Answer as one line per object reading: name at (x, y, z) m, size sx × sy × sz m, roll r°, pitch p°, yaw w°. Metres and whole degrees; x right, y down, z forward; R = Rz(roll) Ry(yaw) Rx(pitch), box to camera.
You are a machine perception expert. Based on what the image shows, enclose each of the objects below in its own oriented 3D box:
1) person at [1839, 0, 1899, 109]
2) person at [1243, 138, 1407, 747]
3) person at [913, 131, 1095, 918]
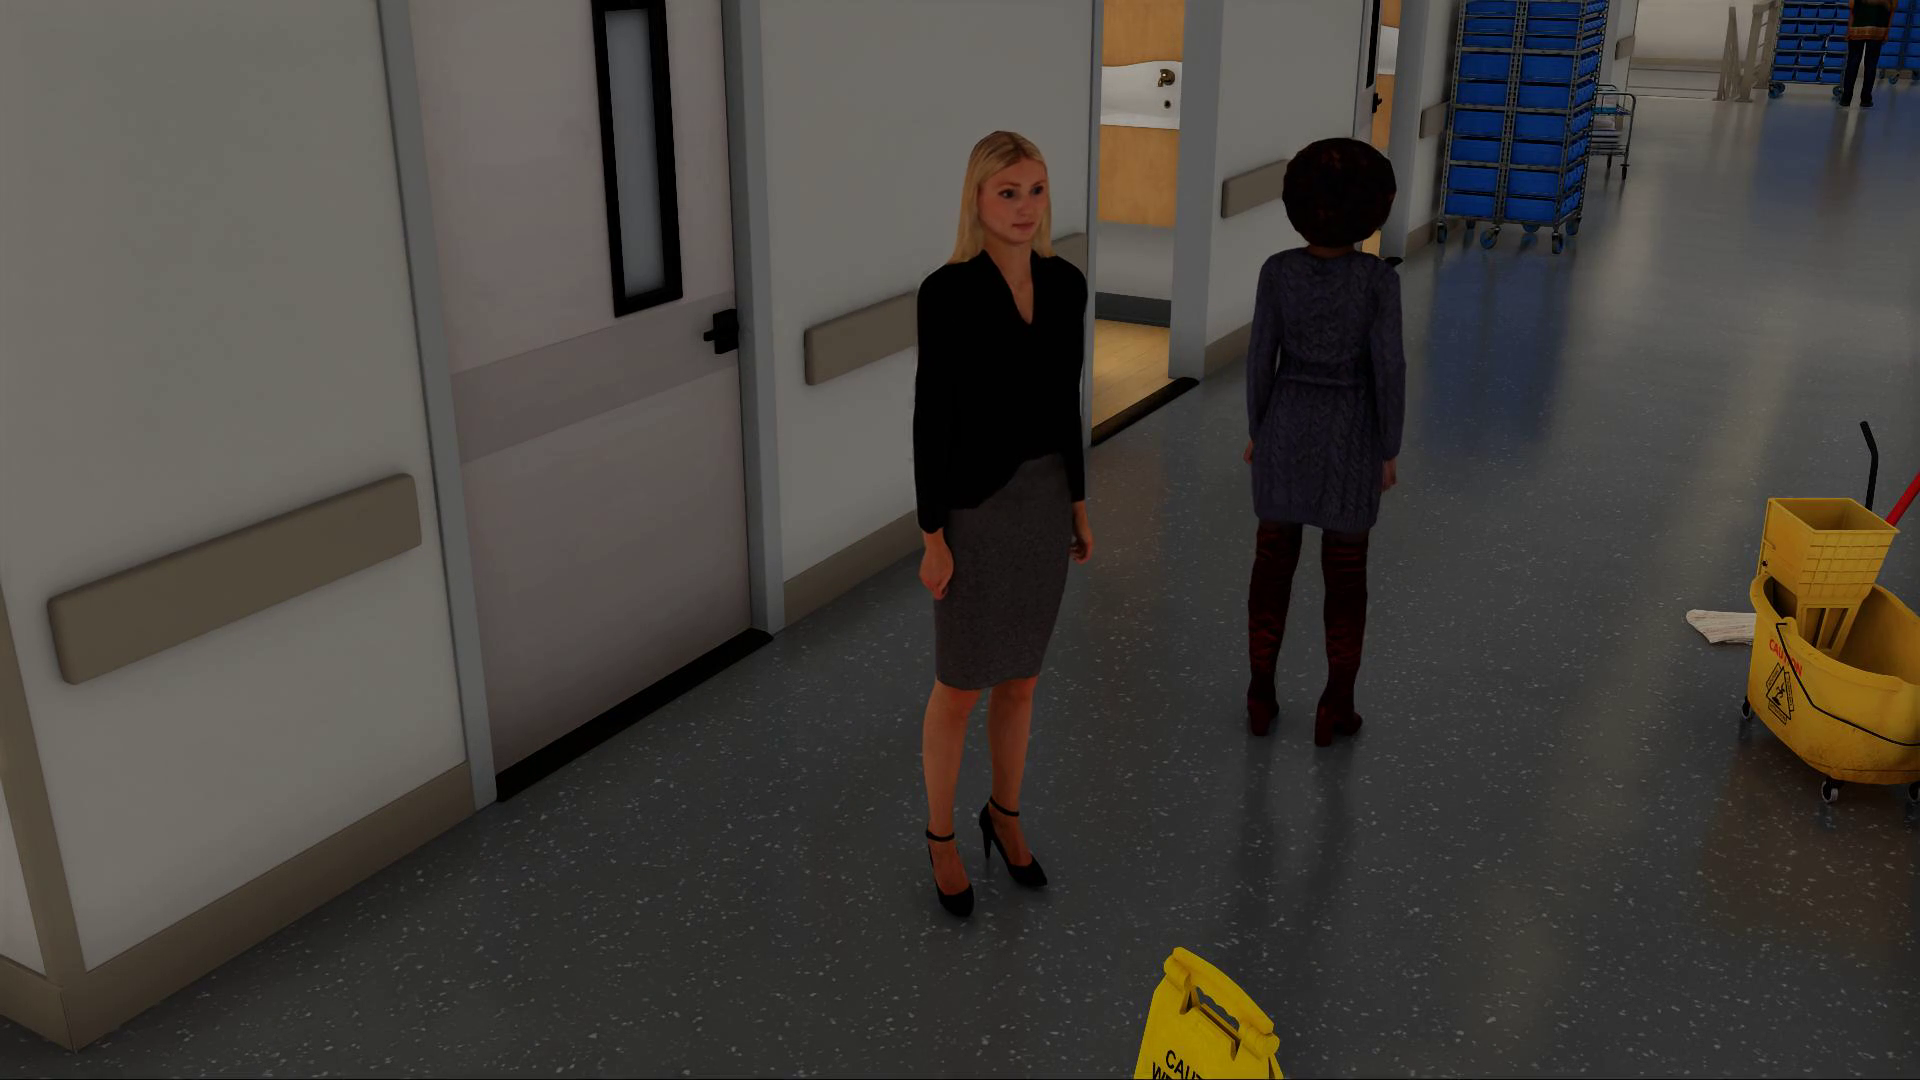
person at (10.947, -6.154, 20.046) m, size 0.705 × 1.808 × 0.662 m, roll 10°, pitch 23°, yaw 24°
person at (1.000, -0.249, 4.651) m, size 0.592 × 1.710 × 0.513 m, roll 10°, pitch 23°, yaw 25°
person at (0.088, 0.002, 3.802) m, size 0.627 × 1.842 × 0.755 m, roll -14°, pitch 25°, yaw -32°
